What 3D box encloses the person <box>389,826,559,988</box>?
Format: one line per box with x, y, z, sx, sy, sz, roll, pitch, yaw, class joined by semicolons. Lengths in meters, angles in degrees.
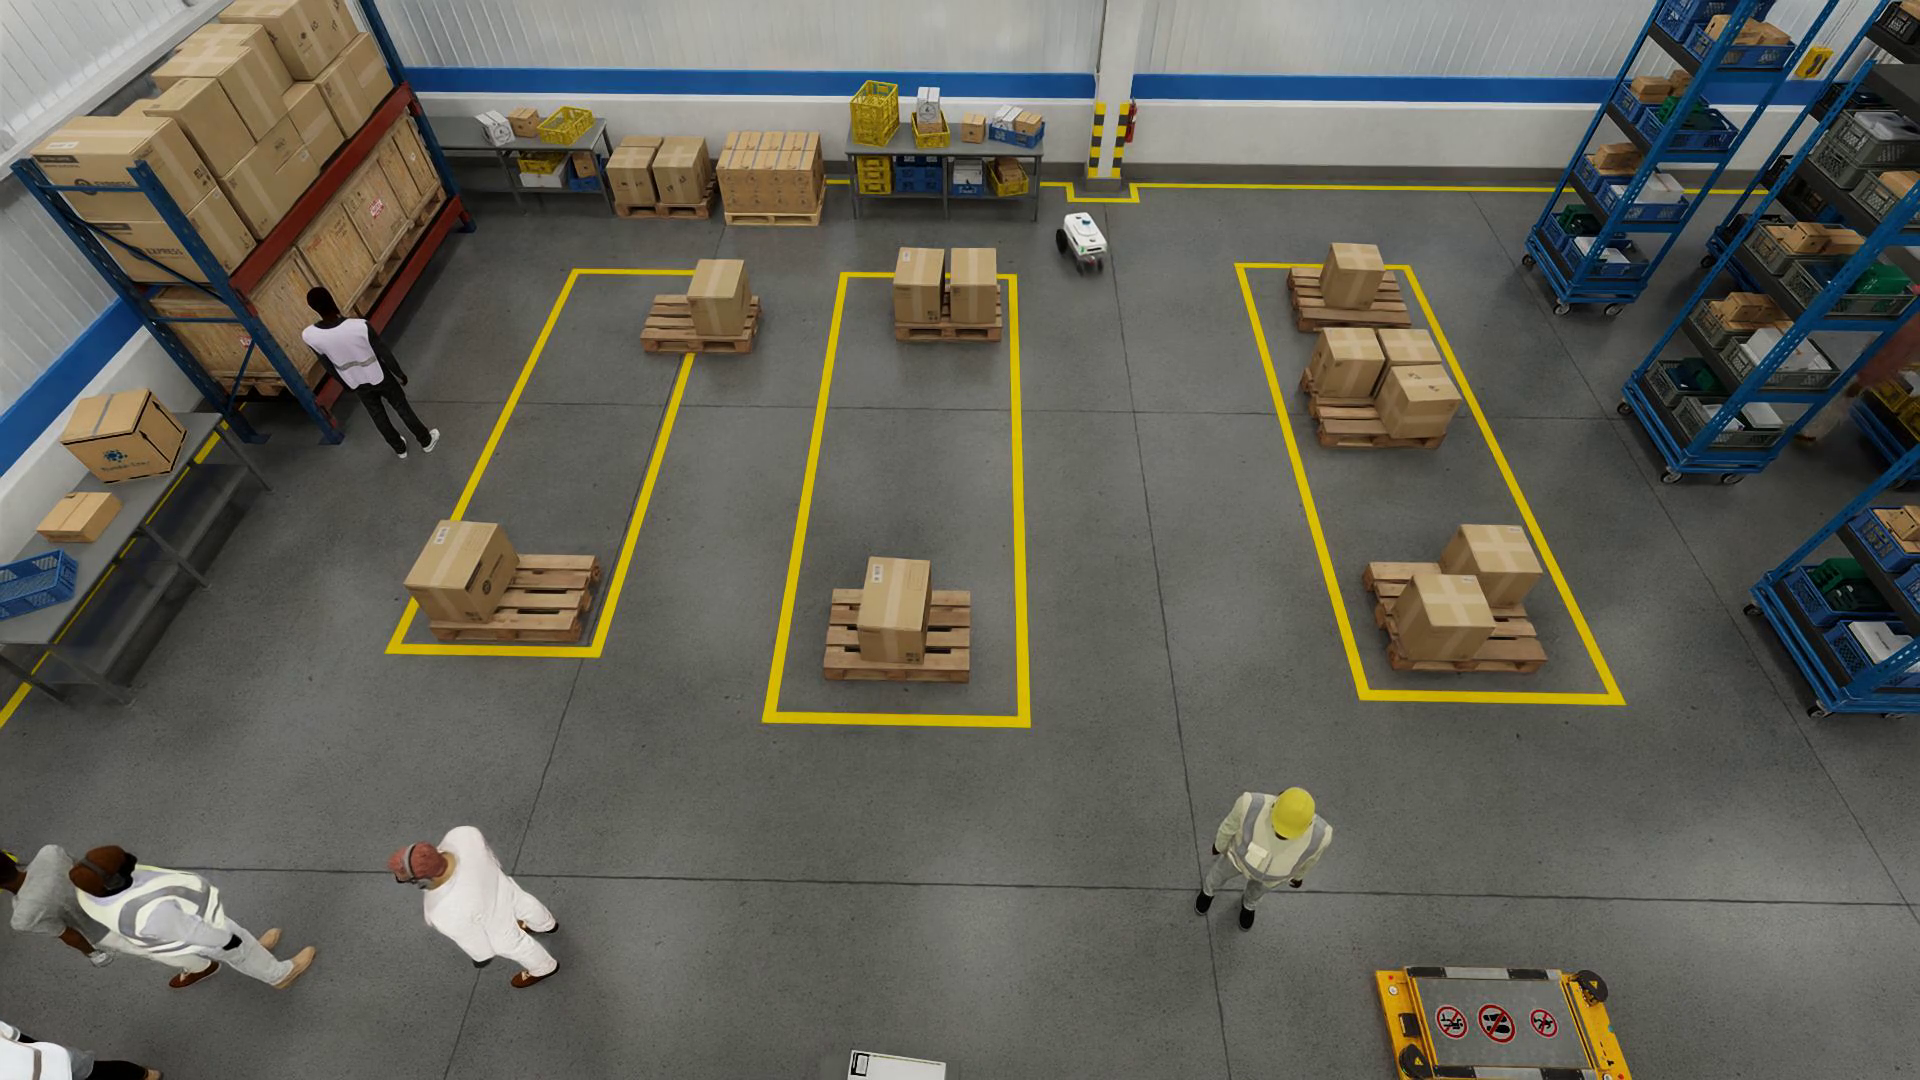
-2.915;2.255;5.584;0.406;1.907;0.639;-10;52;-8;person

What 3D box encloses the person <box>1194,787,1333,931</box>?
1.908;2.023;5.818;0.602;1.830;0.404;18;53;14;person

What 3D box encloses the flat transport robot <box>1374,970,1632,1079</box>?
3.501;3.133;5.914;1.431;0.197;0.652;1;51;1;flat transport robot

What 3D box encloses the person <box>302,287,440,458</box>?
-5.594;-1.546;8.673;0.593;1.920;0.391;-13;52;-11;person

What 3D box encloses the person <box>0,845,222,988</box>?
-5.214;2.298;5.574;0.309;1.864;0.535;-12;52;-10;person

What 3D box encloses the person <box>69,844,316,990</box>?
-4.686;2.315;5.582;0.643;1.834;0.430;19;53;15;person

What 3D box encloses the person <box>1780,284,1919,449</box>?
8.637;-1.658;8.723;0.649;1.977;0.465;-25;55;-19;person

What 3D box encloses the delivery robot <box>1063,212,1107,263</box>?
1.534;-3.742;11.278;0.477;0.478;0.707;-12;52;-9;delivery robot

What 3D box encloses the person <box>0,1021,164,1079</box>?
-5.108;3.025;5.087;0.317;1.695;0.540;-27;56;-20;person
